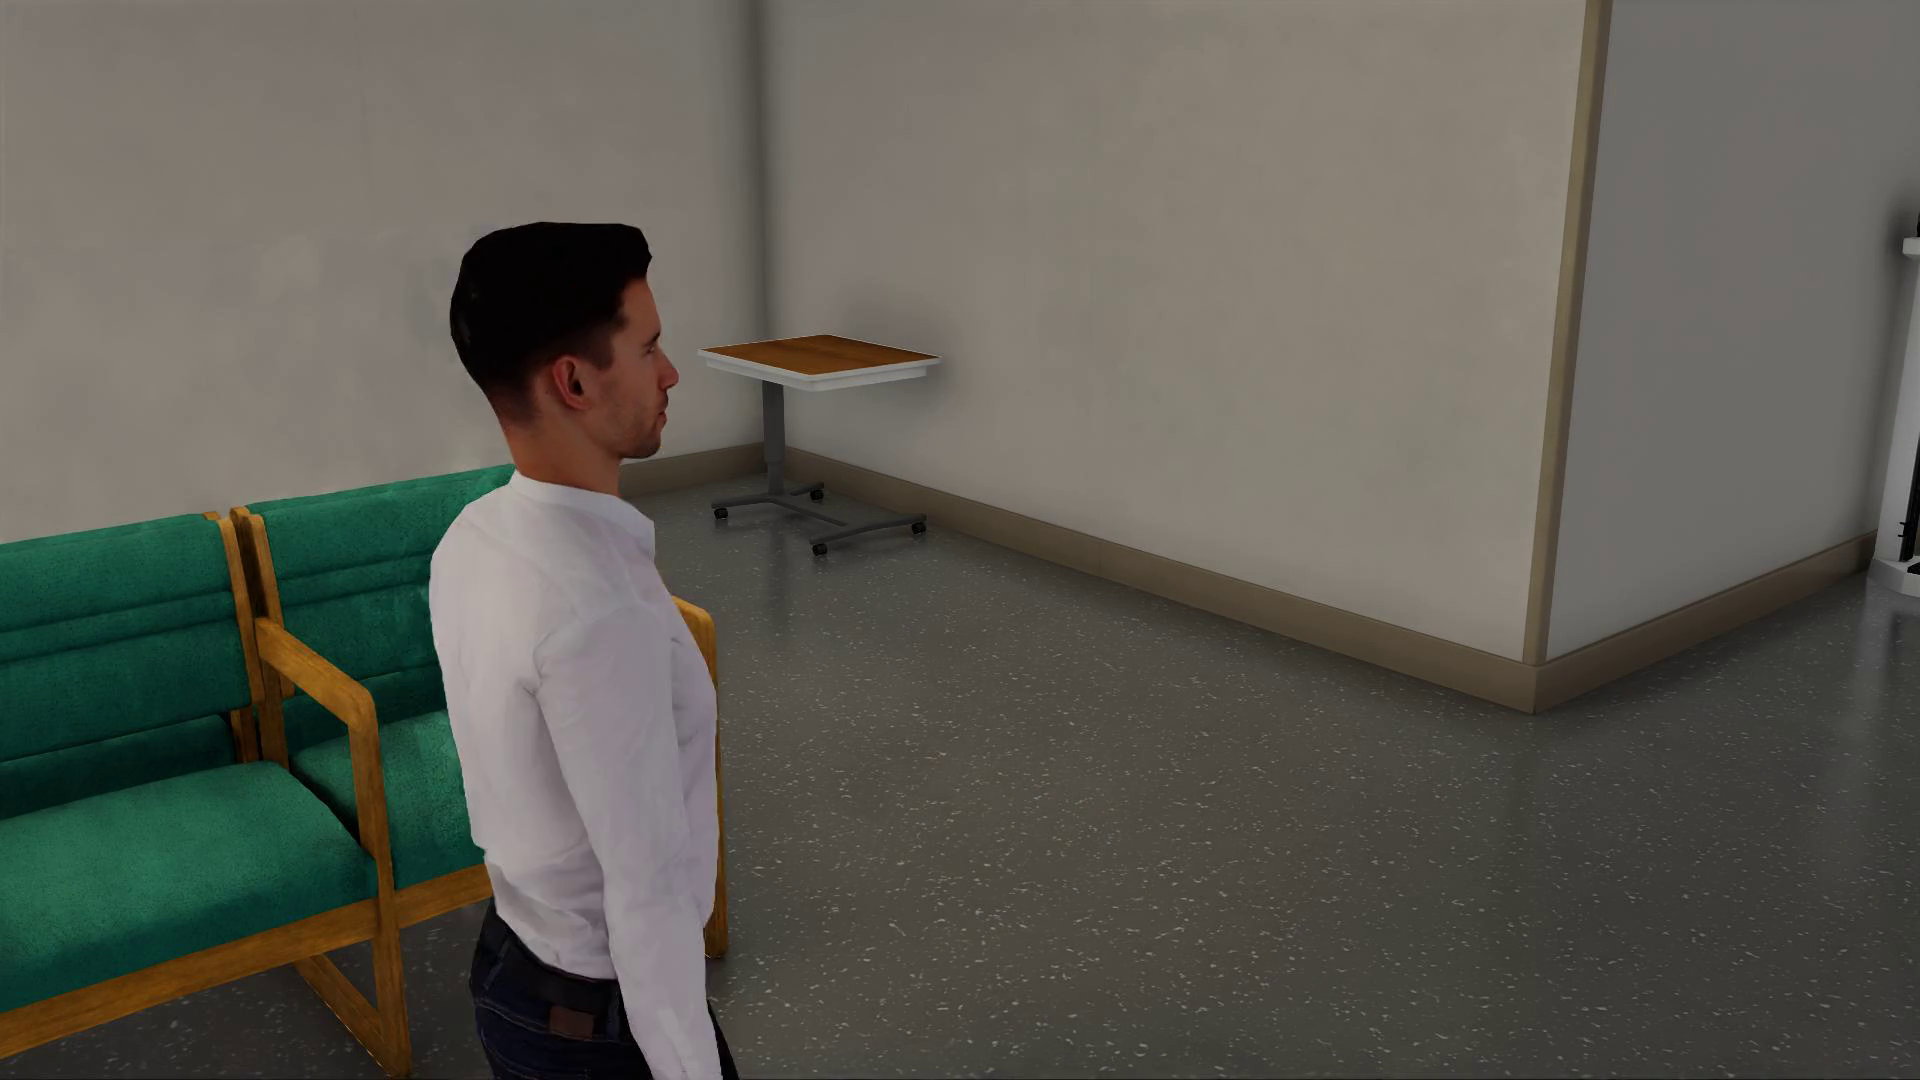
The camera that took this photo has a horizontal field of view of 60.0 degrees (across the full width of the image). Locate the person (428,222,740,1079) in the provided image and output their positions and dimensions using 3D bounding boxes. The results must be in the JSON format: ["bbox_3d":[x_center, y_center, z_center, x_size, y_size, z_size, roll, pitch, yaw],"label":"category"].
[{"bbox_3d":[-0.513,0.582,1.961,0.876,1.840,1.188,-8,18,-26],"label":"person"}]
